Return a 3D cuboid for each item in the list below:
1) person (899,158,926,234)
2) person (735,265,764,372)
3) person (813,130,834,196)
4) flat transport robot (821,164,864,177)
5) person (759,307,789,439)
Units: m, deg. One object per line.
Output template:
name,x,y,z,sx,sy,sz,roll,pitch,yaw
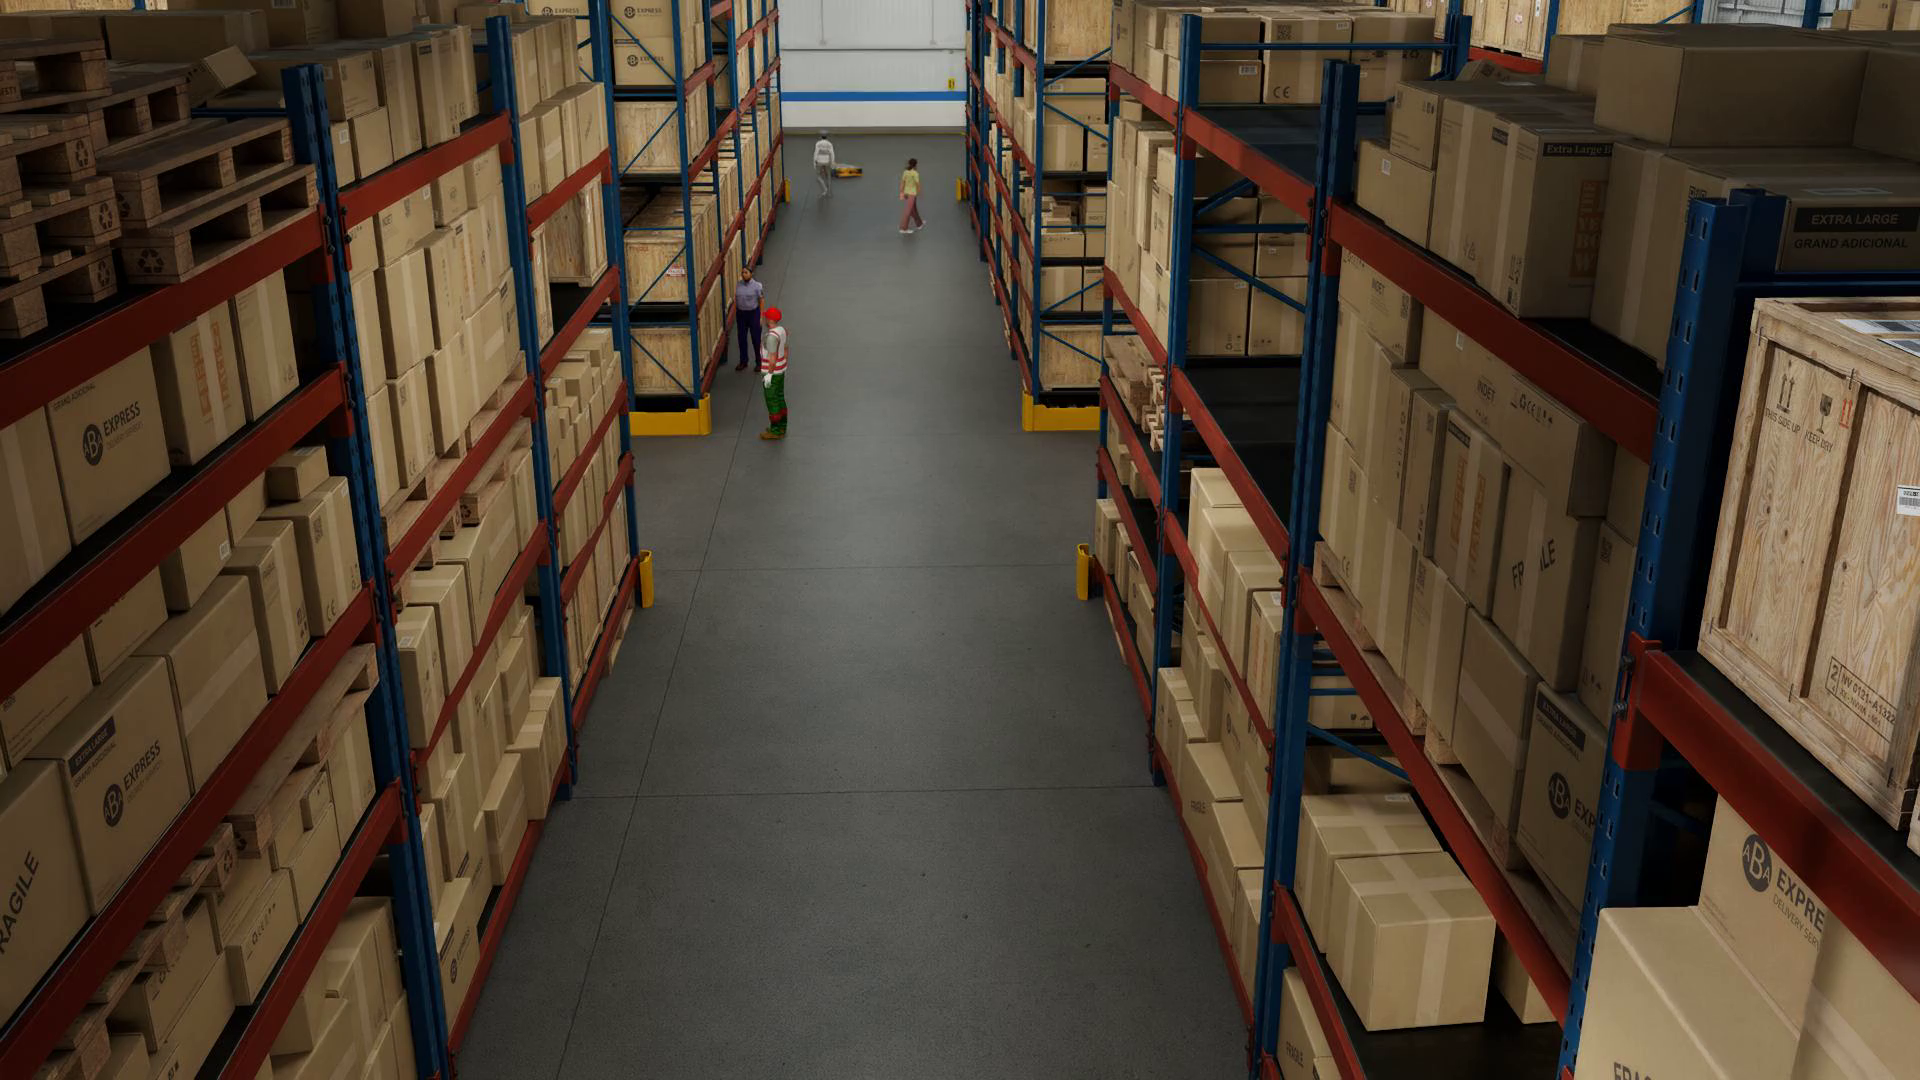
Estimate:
person,-1.034,-7.767,37.441,0.917,1.636,0.479,-16,26,-37
person,-3.296,-3.474,25.974,0.467,1.649,0.360,6,21,17
person,-3.452,-9.533,42.150,0.552,1.665,0.644,-7,22,-18
flat transport robot,-3.303,-10.263,46.219,0.659,0.250,1.431,-13,24,-31
person,-2.545,-2.275,22.553,0.368,1.795,0.543,5,21,14
